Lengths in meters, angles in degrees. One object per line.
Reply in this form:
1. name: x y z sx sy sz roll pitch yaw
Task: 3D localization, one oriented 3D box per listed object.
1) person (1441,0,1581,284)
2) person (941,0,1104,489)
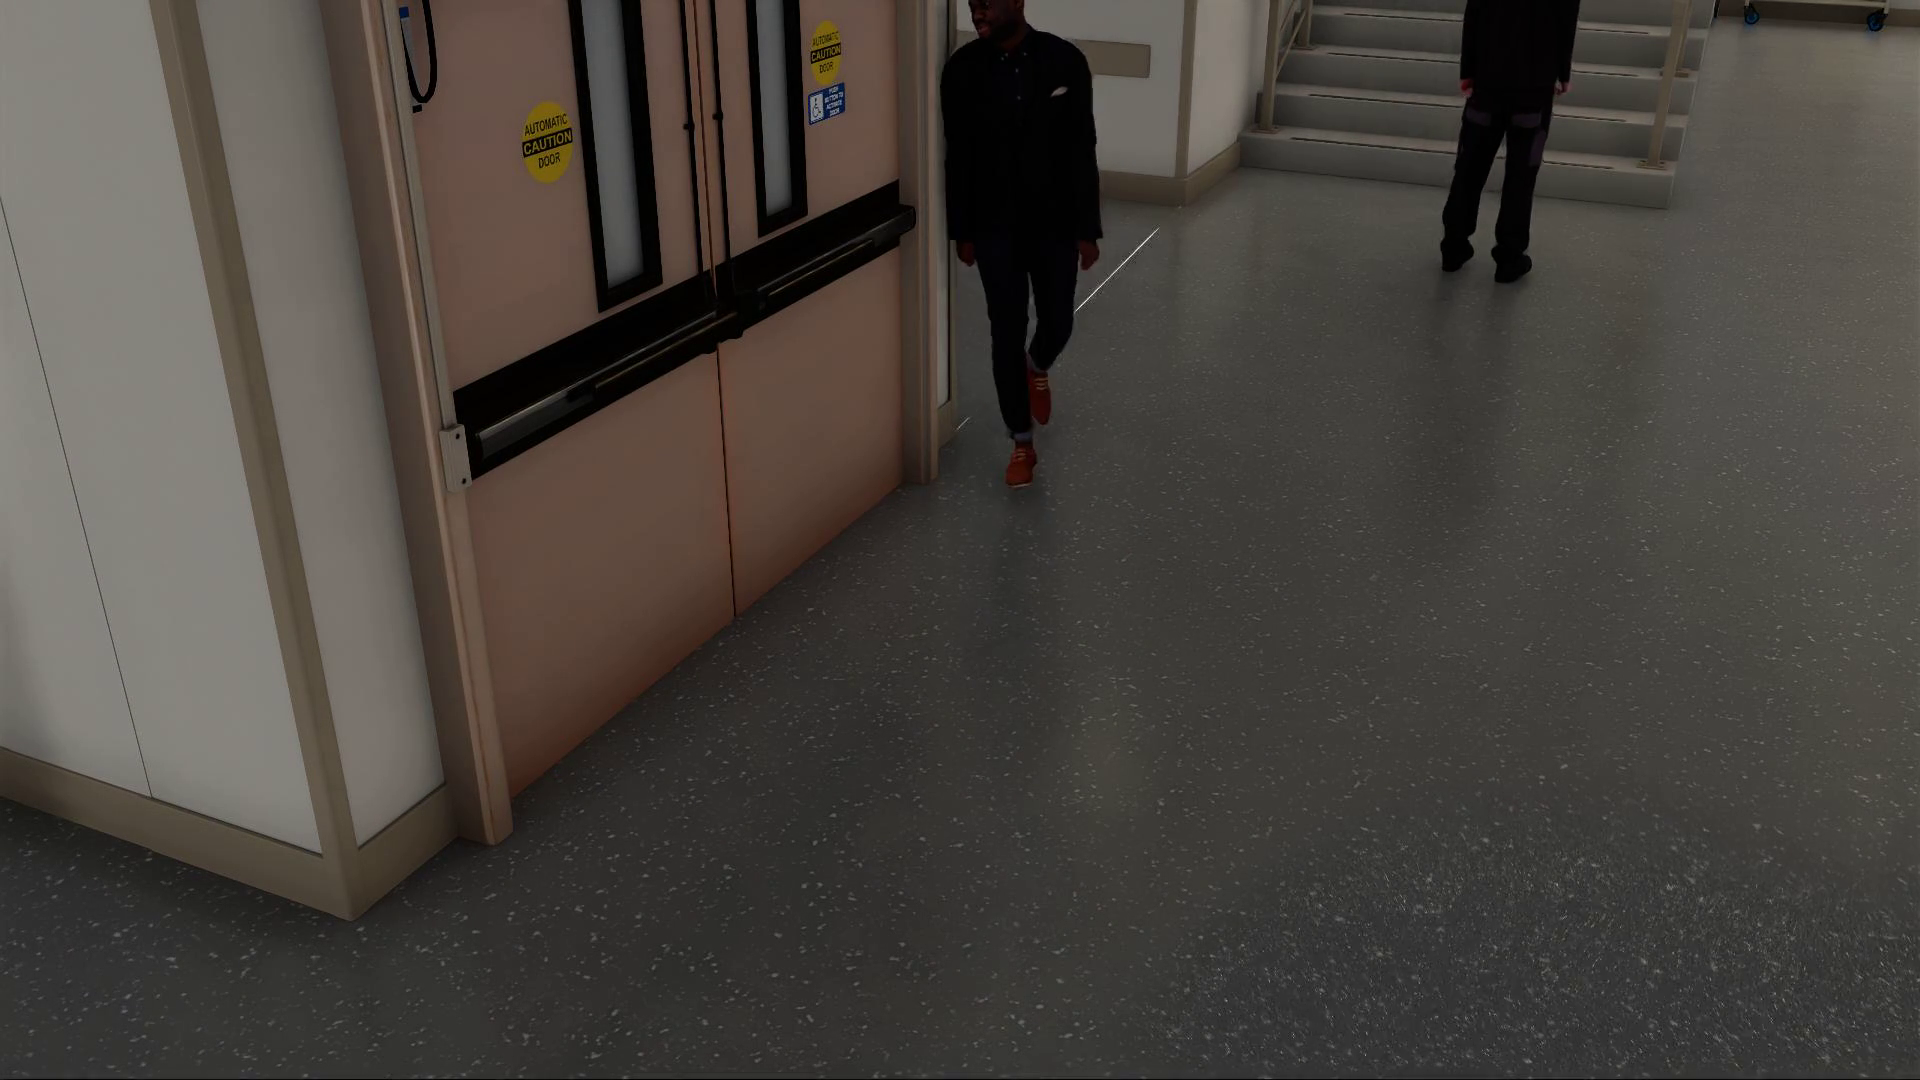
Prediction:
1. person: 2.693 -2.209 8.090 0.747 1.907 0.710 18 31 33
2. person: 0.241 -1.133 6.007 1.025 1.778 1.223 -2 26 -4
